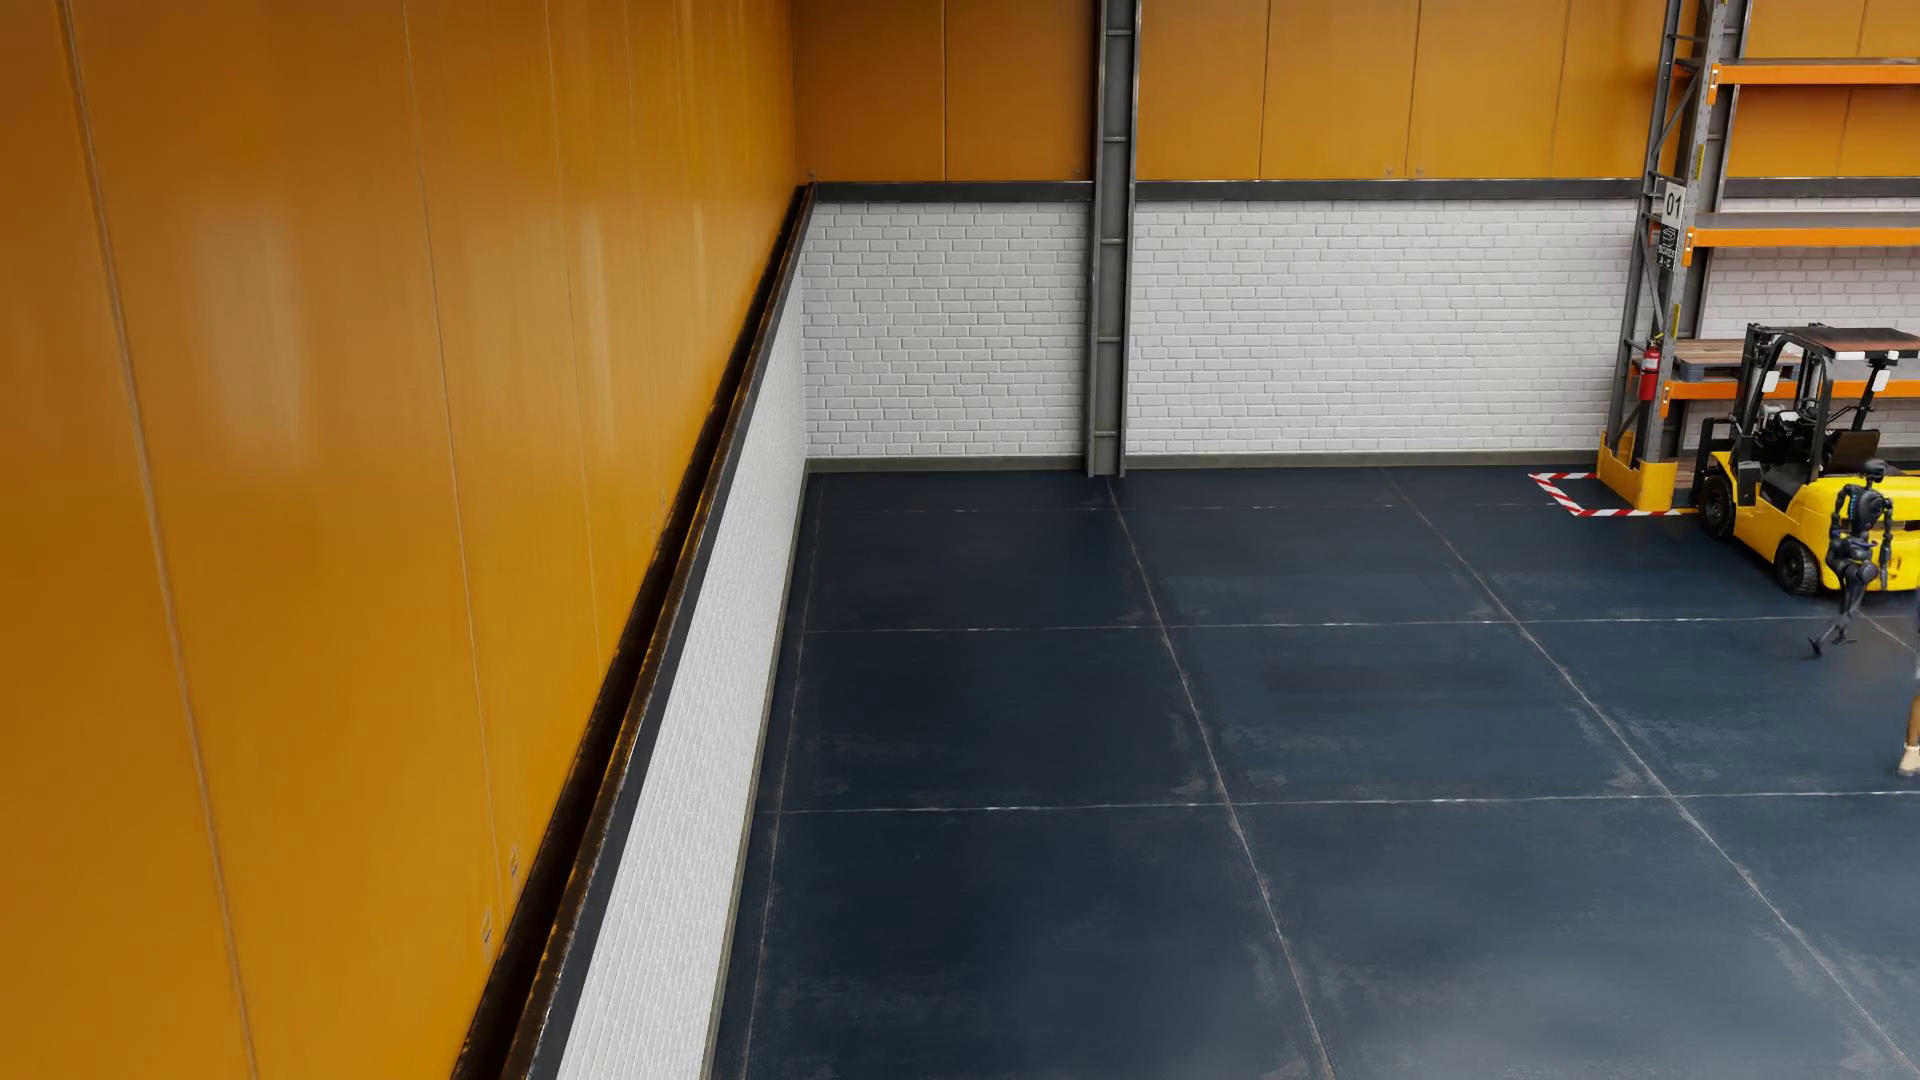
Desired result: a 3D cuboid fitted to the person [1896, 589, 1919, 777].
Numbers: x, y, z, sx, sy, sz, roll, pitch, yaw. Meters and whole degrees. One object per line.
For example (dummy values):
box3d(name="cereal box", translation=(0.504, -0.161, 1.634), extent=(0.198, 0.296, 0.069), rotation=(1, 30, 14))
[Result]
box3d(name="person", translation=(6.817, 0.638, 11.344), extent=(0.945, 2.003, 0.625), rotation=(-16, 25, -36))

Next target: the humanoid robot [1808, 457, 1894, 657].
box3d(name="humanoid robot", translation=(7.067, 0.119, 13.234), extent=(0.683, 1.638, 0.600), rotation=(-7, 21, -19))

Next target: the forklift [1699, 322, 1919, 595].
box3d(name="forklift", translation=(7.809, -0.792, 14.926), extent=(1.214, 2.155, 2.313), rotation=(-1, 20, -2))
